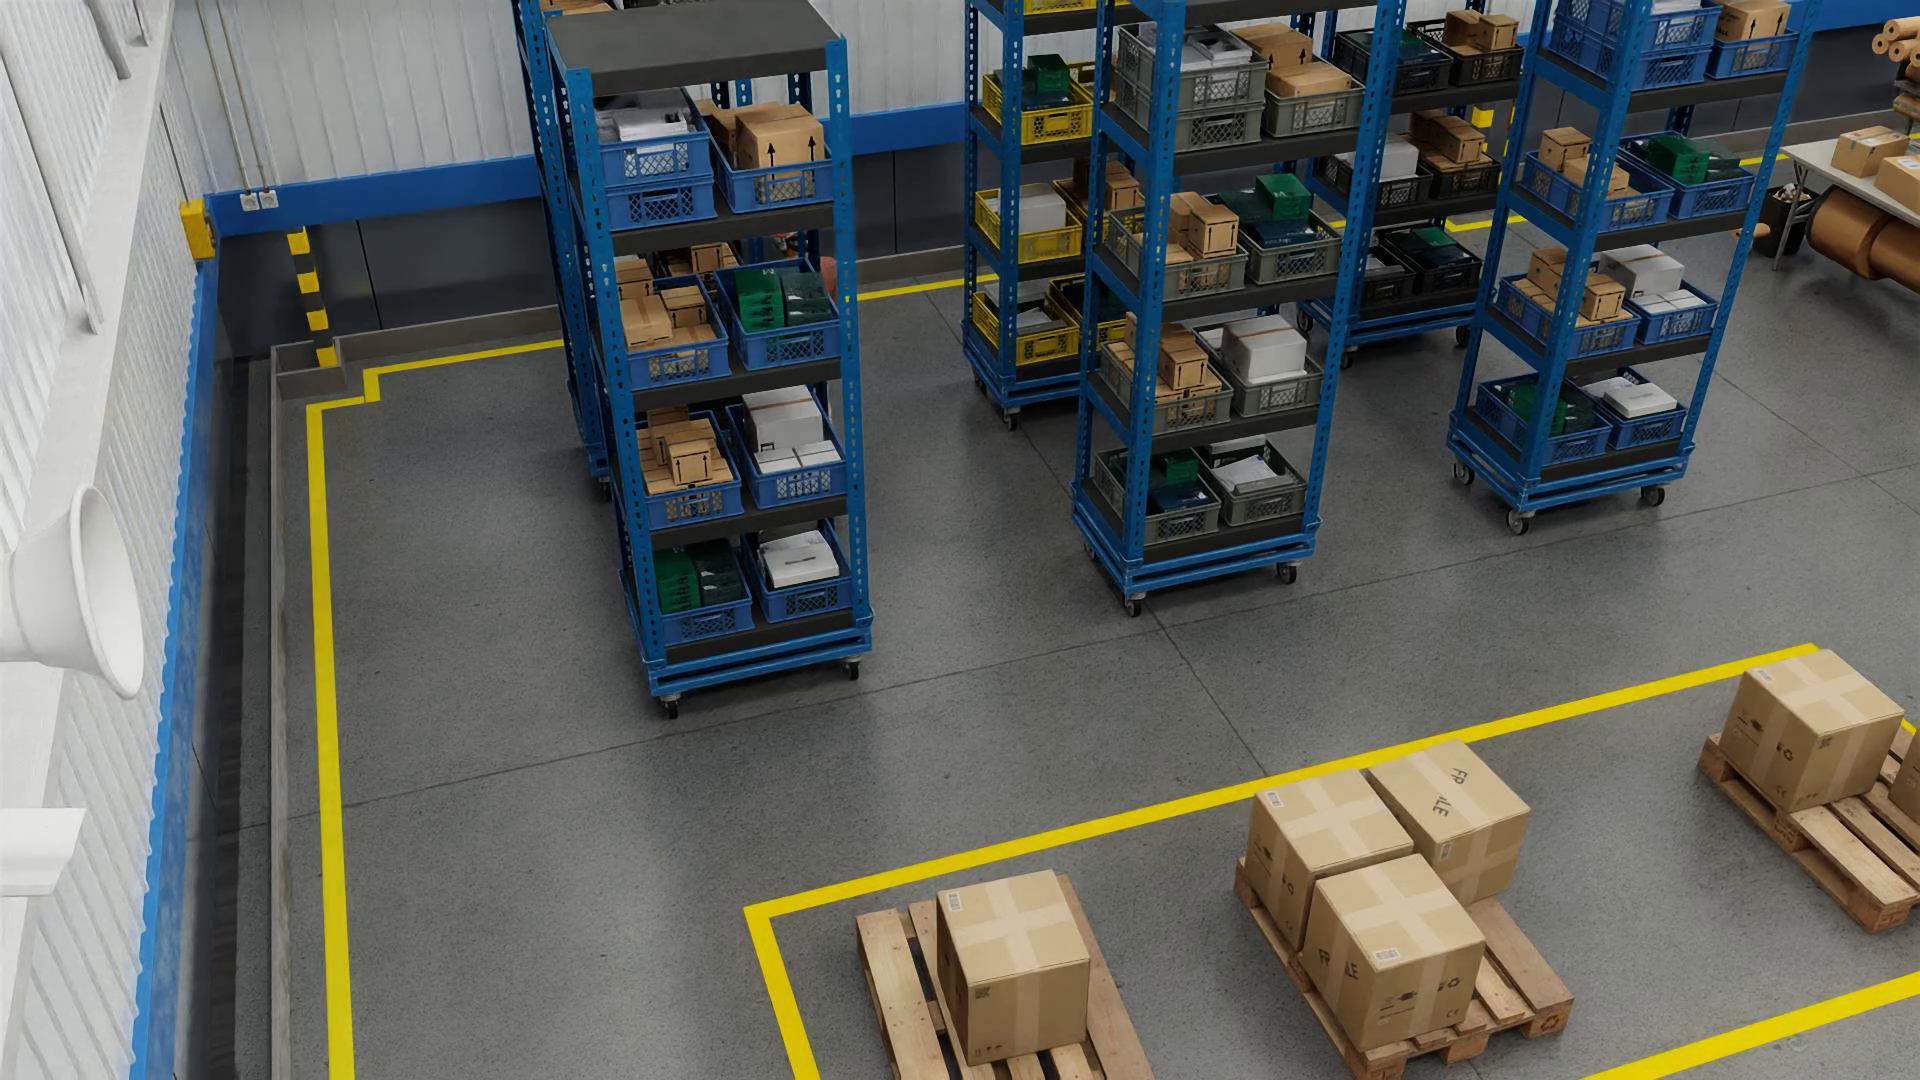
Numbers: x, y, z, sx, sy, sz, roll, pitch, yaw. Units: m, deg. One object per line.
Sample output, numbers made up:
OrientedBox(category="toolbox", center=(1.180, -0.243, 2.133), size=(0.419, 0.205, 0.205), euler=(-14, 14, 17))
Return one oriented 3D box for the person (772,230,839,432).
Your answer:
OrientedBox(category="person", center=(-0.979, -1.110, 10.135), size=(0.628, 1.981, 0.410), euler=(-29, 44, -35))
